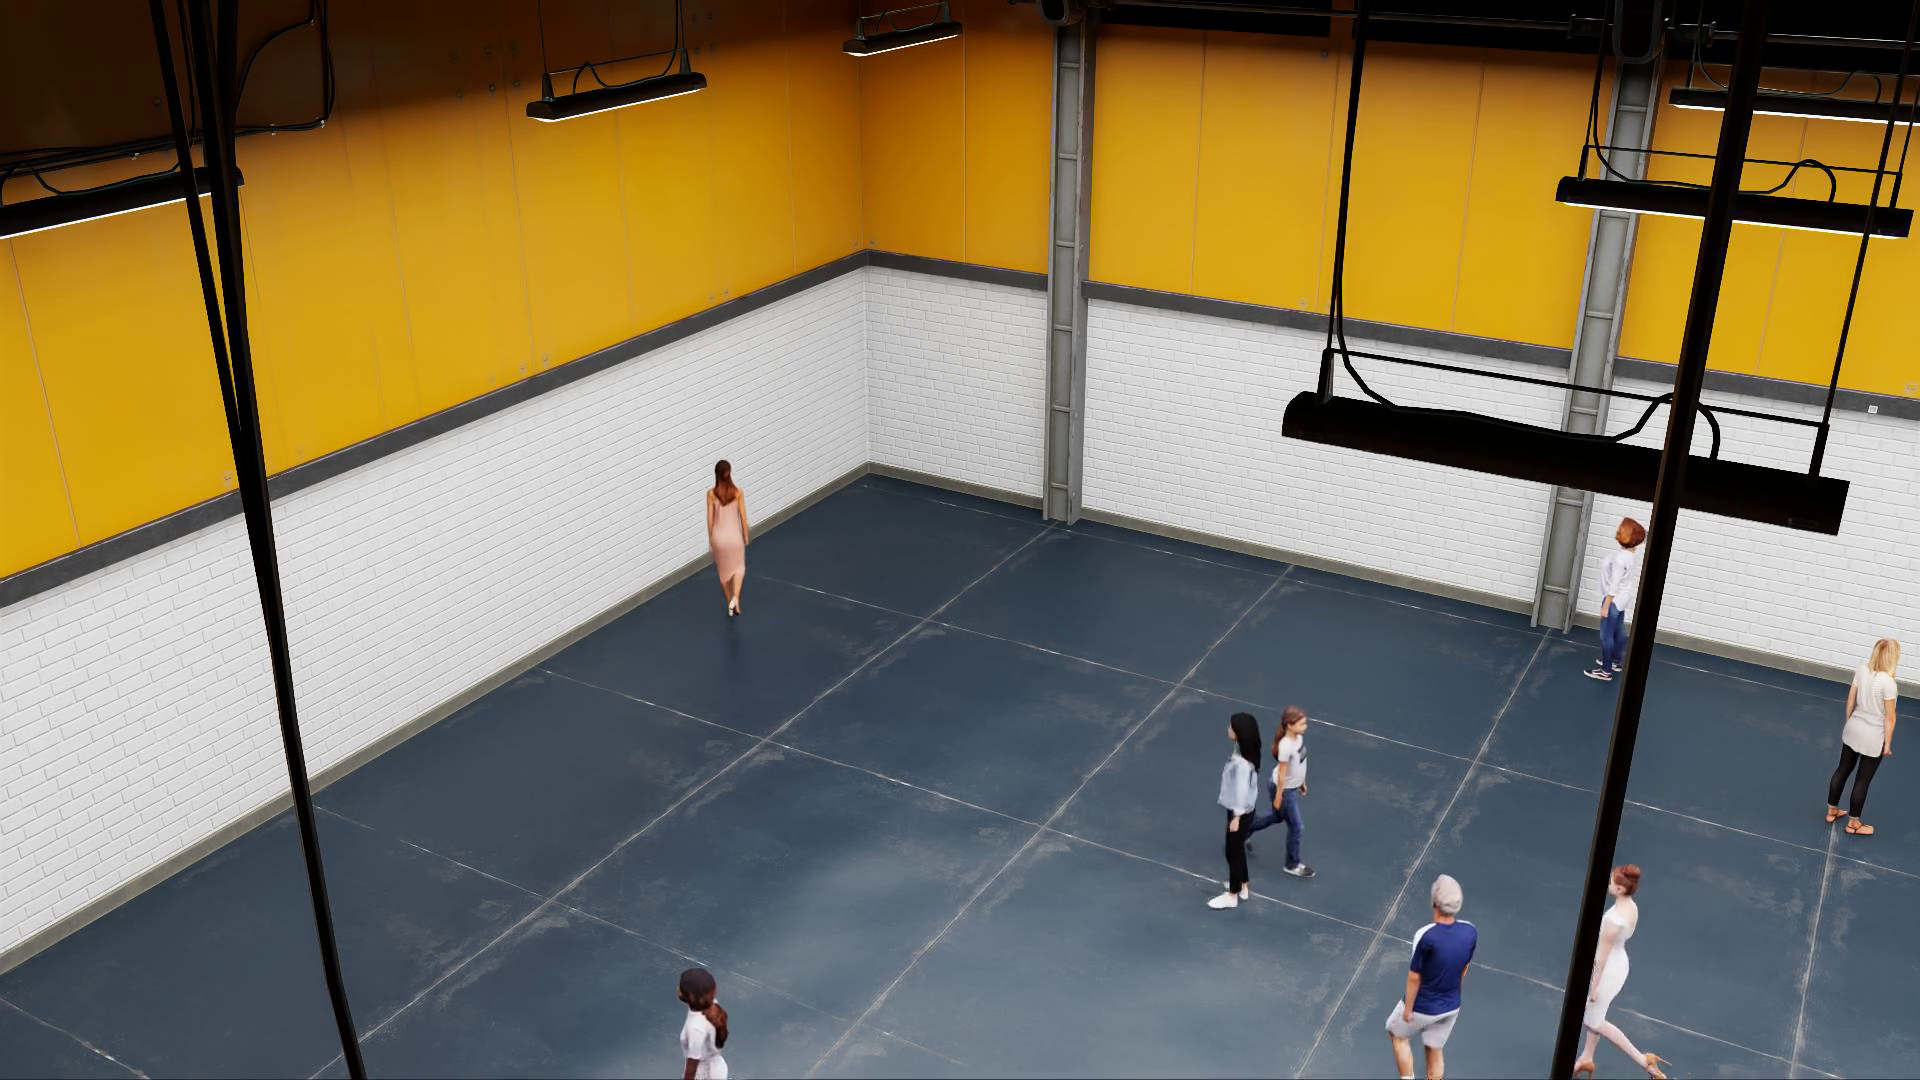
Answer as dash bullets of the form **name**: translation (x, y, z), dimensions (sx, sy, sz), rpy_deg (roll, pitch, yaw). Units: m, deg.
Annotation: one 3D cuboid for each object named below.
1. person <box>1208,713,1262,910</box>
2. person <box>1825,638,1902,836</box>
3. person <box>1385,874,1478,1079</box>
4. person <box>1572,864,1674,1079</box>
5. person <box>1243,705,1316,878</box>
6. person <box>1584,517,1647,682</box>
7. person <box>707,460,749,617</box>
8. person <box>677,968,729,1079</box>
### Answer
- **person**: translation (2.213, 2.165, 13.237), dimensions (0.683, 1.706, 0.711), rpy_deg (6, 24, 13)
- **person**: translation (7.747, 1.665, 14.232), dimensions (0.737, 1.827, 0.655), rpy_deg (-9, 25, -20)
- **person**: translation (3.165, 3.094, 10.973), dimensions (0.764, 1.817, 0.812), rpy_deg (-8, 25, -19)
- **person**: translation (4.463, 3.003, 11.228), dimensions (0.928, 1.780, 0.682), rpy_deg (16, 28, 32)
- **person**: translation (2.624, 2.030, 13.756), dimensions (0.997, 1.537, 0.612), rpy_deg (9, 25, 21)
- **person**: translation (6.674, 0.583, 16.852), dimensions (0.639, 1.710, 0.679), rpy_deg (20, 31, 38)
- **person**: translation (-2.523, 0.033, 17.970), dimensions (0.859, 1.822, 0.875), rpy_deg (-1, 24, -2)
- **person**: translation (-1.512, 3.403, 10.401), dimensions (0.777, 1.709, 0.722), rpy_deg (-2, 24, -4)
